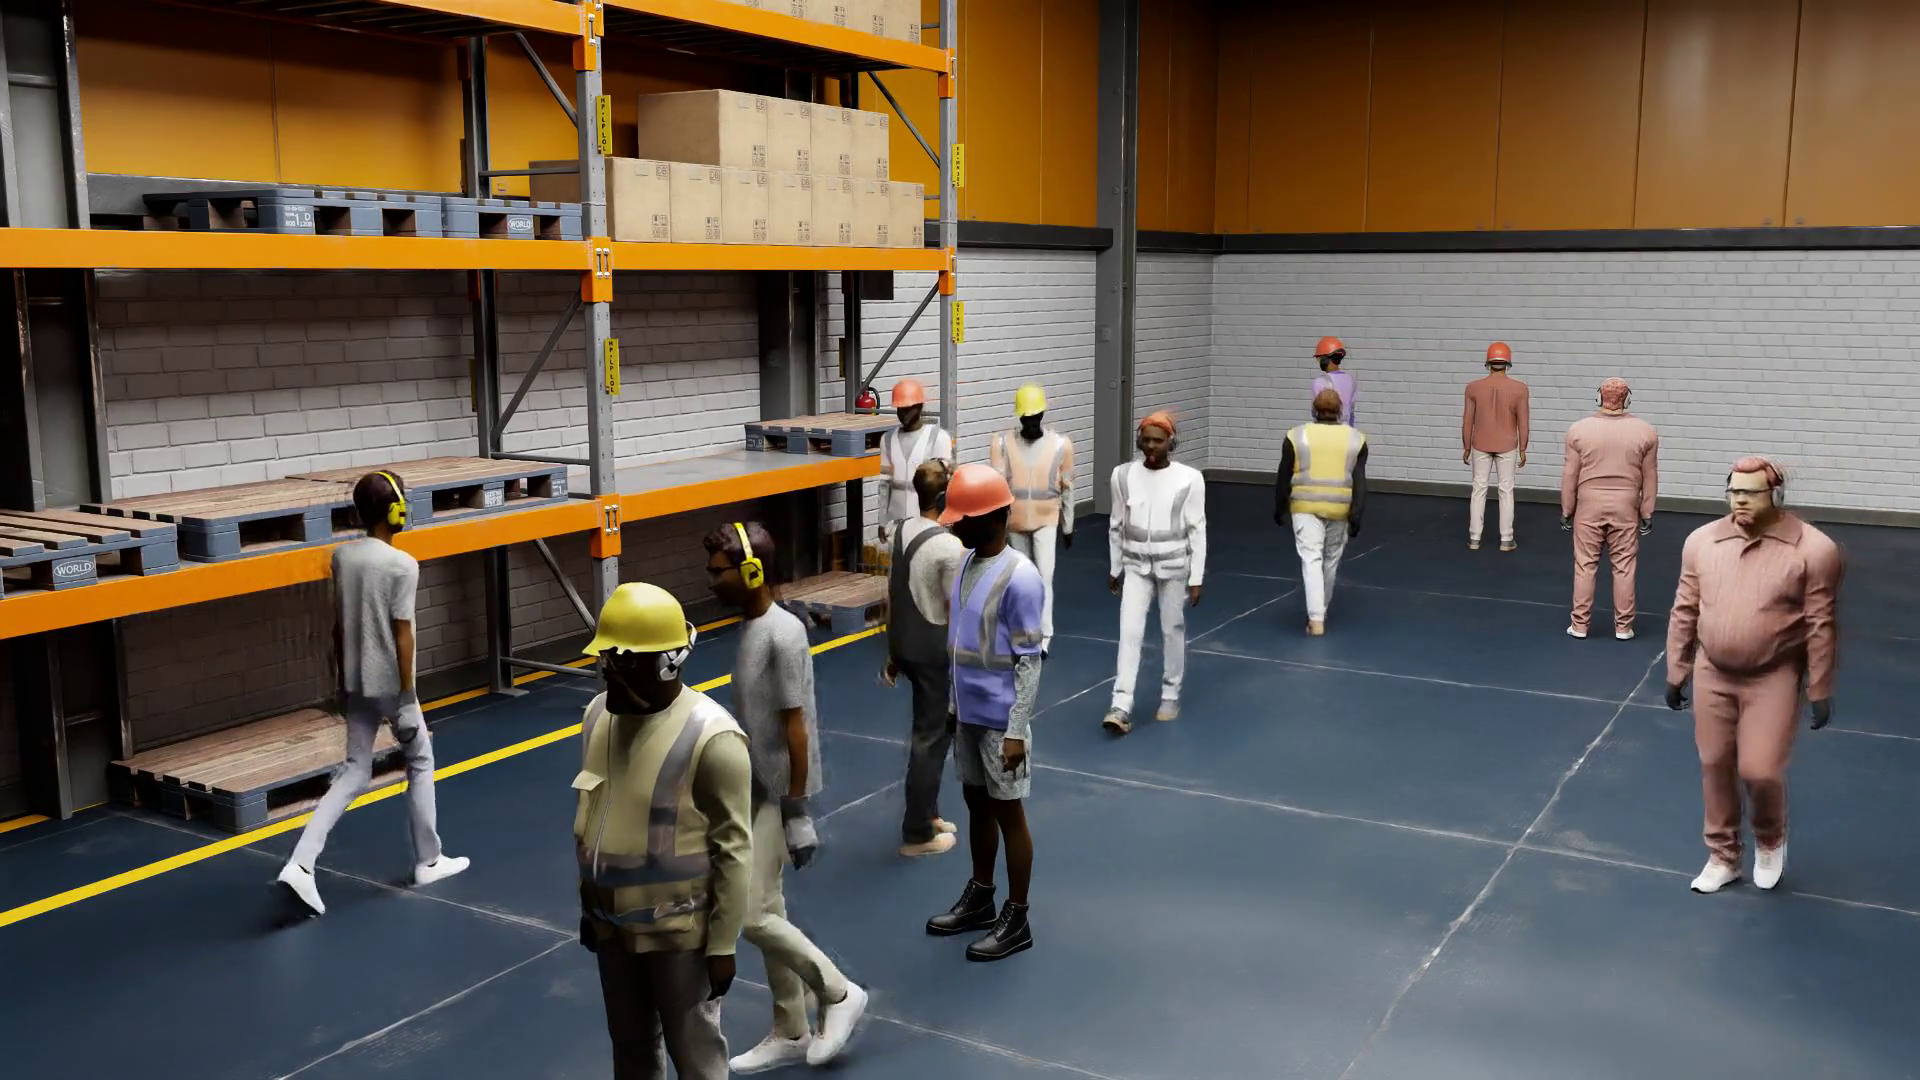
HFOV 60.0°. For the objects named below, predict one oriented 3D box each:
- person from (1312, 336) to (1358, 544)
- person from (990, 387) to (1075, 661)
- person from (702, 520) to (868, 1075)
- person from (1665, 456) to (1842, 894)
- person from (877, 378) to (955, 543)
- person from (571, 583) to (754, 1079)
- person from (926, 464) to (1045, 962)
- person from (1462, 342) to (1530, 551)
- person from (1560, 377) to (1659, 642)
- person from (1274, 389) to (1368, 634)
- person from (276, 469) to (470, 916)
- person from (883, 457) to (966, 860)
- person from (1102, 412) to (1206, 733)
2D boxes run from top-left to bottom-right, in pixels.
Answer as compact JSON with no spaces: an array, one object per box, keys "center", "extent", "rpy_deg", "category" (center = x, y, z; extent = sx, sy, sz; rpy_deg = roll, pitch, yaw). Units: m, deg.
[{"center":[3.584,-0.957,16.197],"extent":[0.615,2.038,0.395],"rpy_deg":[-8,12,-41],"category":"person"},{"center":[0.486,-0.116,11.480],"extent":[0.594,1.867,0.991],"rpy_deg":[1,9,7],"category":"person"},{"center":[-0.620,0.854,5.493],"extent":[0.411,1.842,0.556],"rpy_deg":[-4,10,-23],"category":"person"},{"center":[3.311,0.584,7.035],"extent":[0.434,1.889,0.674],"rpy_deg":[-8,12,-41],"category":"person"},{"center":[-0.328,-0.165,11.611],"extent":[0.583,1.923,0.396],"rpy_deg":[5,10,27],"category":"person"},{"center":[-0.837,1.016,4.525],"extent":[0.601,1.831,0.404],"rpy_deg":[7,11,36],"category":"person"},{"center":[0.093,0.661,6.450],"extent":[0.374,1.928,0.542],"rpy_deg":[-5,10,-29],"category":"person"},{"center":[5.126,-0.893,15.929],"extent":[0.618,1.997,0.373],"rpy_deg":[4,10,23],"category":"person"},{"center":[4.668,-0.218,12.001],"extent":[0.652,1.906,0.409],"rpy_deg":[2,9,15],"category":"person"},{"center":[2.677,-0.220,12.381],"extent":[0.632,1.799,0.957],"rpy_deg":[0,9,1],"category":"person"},{"center":[-2.493,0.630,6.951],"extent":[0.525,1.841,0.875],"rpy_deg":[5,10,28],"category":"person"},{"center":[-0.083,0.537,7.518],"extent":[0.514,1.828,0.550],"rpy_deg":[-6,11,-34],"category":"person"},{"center":[1.105,0.198,9.605],"extent":[0.607,1.839,0.880],"rpy_deg":[4,10,21],"category":"person"}]
